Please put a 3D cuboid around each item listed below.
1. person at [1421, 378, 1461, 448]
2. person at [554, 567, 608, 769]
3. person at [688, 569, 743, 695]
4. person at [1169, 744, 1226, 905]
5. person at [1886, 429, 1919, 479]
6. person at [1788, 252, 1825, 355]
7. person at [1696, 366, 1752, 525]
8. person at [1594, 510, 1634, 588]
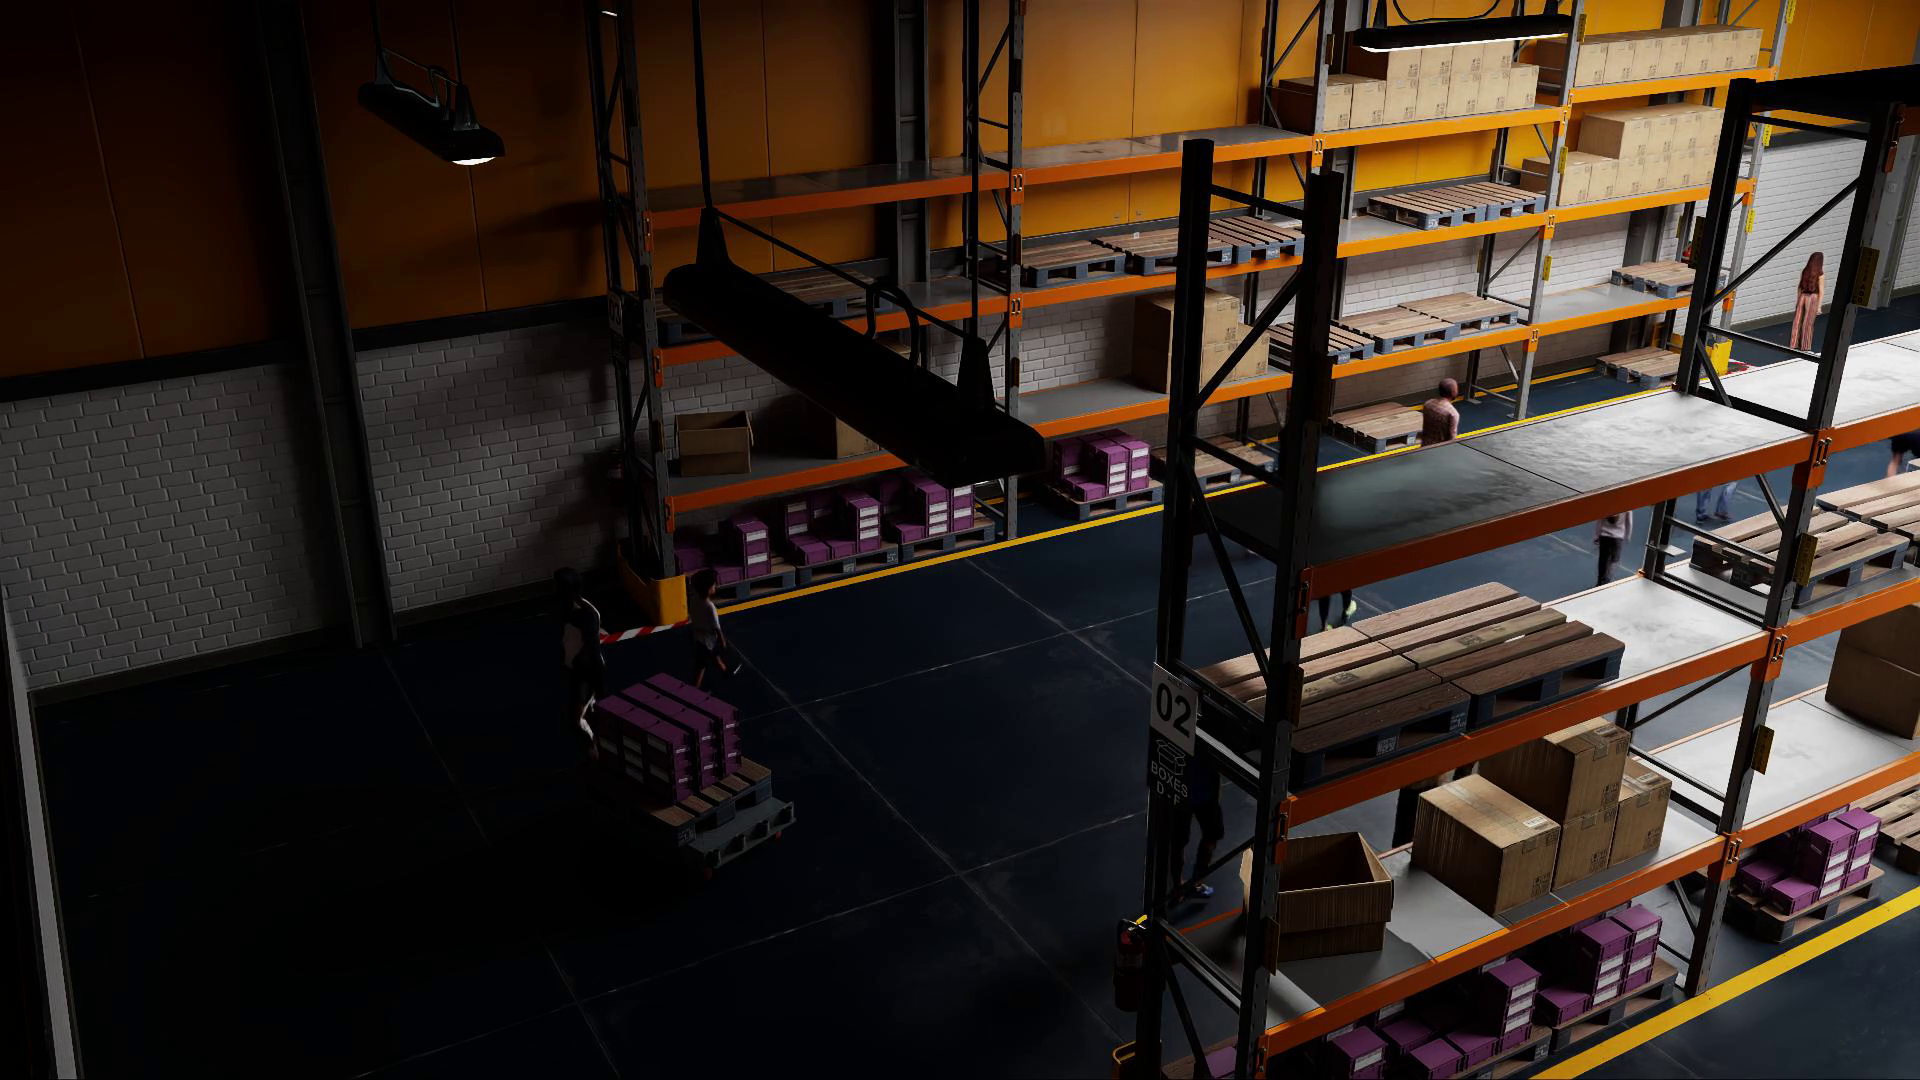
[{"bbox_3d":[5.264,-0.915,18.384,0.591,1.802,0.694,-11,26,-24],"label":"person"},{"bbox_3d":[-3.019,1.081,13.724,0.667,1.877,0.739,-15,28,-31],"label":"person"},{"bbox_3d":[-2.347,0.886,14.982,0.890,1.227,0.604,-20,31,-38],"label":"person"},{"bbox_3d":[1.619,1.850,11.994,0.705,1.854,0.733,17,29,34],"label":"person"},{"bbox_3d":[10.849,-1.238,19.074,0.635,1.841,0.683,-11,26,-24],"label":"person"},{"bbox_3d":[12.549,-3.505,24.609,0.502,1.562,0.550,-13,27,-27],"label":"person"},{"bbox_3d":[8.494,-1.041,18.636,0.662,1.830,0.665,-15,28,-31],"label":"person"},{"bbox_3d":[6.639,-0.004,16.975,0.685,1.261,0.906,17,29,34],"label":"person"}]
